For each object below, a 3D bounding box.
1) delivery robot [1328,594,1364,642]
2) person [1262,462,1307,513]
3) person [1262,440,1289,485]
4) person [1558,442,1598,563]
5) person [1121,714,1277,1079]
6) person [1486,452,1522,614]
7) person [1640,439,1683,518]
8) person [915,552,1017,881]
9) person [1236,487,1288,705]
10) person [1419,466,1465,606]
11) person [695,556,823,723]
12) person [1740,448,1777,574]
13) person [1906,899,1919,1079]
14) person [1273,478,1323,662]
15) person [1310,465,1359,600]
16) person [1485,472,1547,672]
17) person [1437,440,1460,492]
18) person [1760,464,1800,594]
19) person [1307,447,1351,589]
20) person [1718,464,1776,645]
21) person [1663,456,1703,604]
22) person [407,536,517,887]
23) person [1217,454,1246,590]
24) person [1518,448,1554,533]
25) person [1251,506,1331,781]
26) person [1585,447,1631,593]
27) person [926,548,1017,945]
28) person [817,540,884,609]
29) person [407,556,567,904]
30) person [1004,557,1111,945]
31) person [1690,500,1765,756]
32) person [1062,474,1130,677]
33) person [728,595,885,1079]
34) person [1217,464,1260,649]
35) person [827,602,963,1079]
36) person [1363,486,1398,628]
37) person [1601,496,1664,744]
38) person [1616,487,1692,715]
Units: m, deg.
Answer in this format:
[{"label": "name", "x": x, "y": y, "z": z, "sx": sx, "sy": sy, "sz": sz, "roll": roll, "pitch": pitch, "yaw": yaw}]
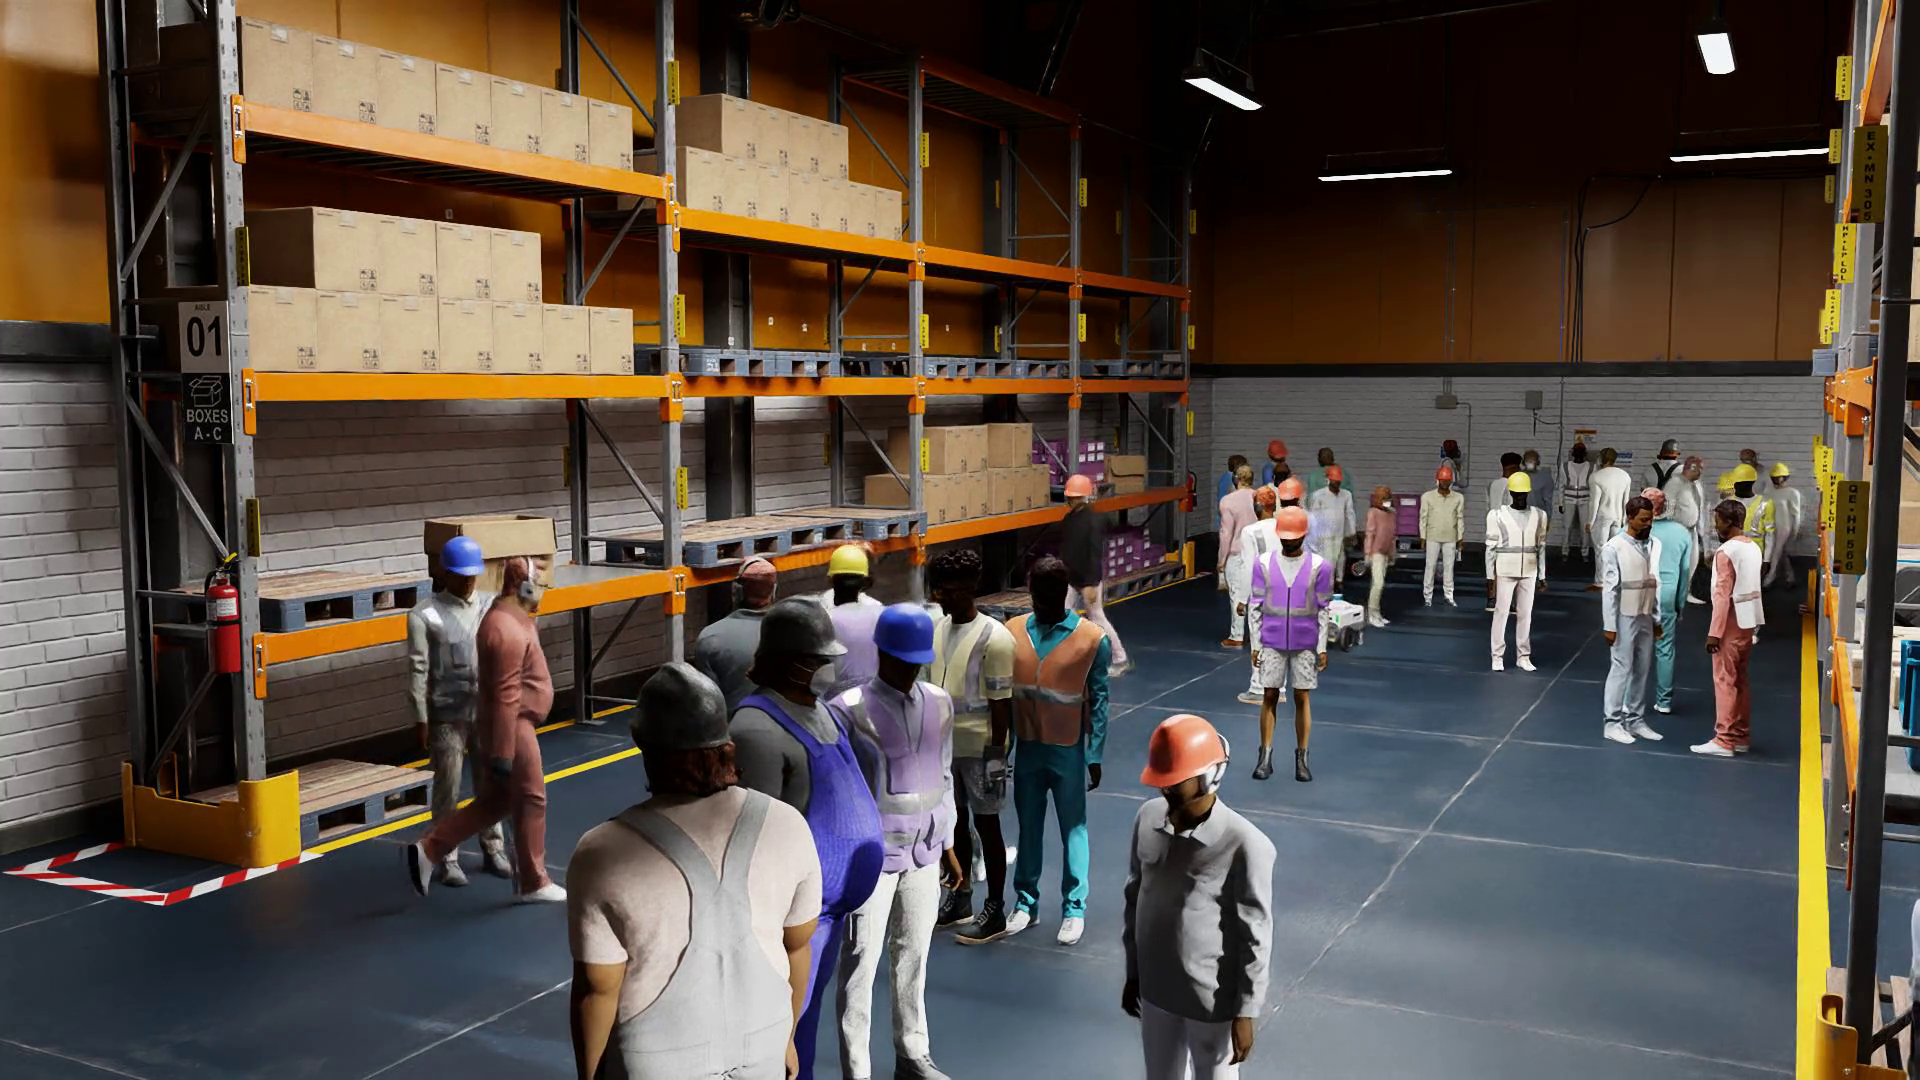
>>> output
[{"label": "delivery robot", "x": 3.941, "y": 0.809, "z": 17.373, "sx": 0.477, "sy": 0.478, "sz": 0.707, "roll": 4, "pitch": 6, "yaw": 36}, {"label": "person", "x": 3.812, "y": -0.004, "z": 19.795, "sx": 0.633, "sy": 1.839, "sz": 0.429, "roll": 0, "pitch": 5, "yaw": 5}, {"label": "person", "x": 4.508, "y": -0.436, "z": 23.653, "sx": 0.500, "sy": 2.001, "sz": 0.785, "roll": 3, "pitch": 6, "yaw": 31}, {"label": "person", "x": 9.570, "y": -0.575, "z": 25.774, "sx": 0.574, "sy": 1.876, "sz": 0.355, "roll": 2, "pitch": 6, "yaw": 20}, {"label": "person", "x": 0.704, "y": 1.399, "z": 5.204, "sx": 0.339, "sy": 1.742, "sz": 0.560, "roll": -5, "pitch": 7, "yaw": -41}, {"label": "person", "x": 6.587, "y": -0.087, "z": 20.061, "sx": 0.373, "sy": 1.957, "sz": 0.606, "roll": -2, "pitch": 6, "yaw": -17}, {"label": "person", "x": 9.688, "y": -0.378, "z": 22.740, "sx": 0.676, "sy": 2.000, "sz": 0.536, "roll": 4, "pitch": 7, "yaw": 40}, {"label": "person", "x": -0.083, "y": 0.995, "z": 8.916, "sx": 0.986, "sy": 1.856, "sz": 0.575, "roll": -3, "pitch": 6, "yaw": -29}, {"label": "person", "x": 2.634, "y": 0.478, "z": 14.356, "sx": 0.574, "sy": 1.886, "sz": 0.356, "roll": -3, "pitch": 6, "yaw": -31}, {"label": "person", "x": 5.998, "y": -0.049, "z": 20.706, "sx": 0.560, "sy": 1.755, "sz": 0.318, "roll": 0, "pitch": 5, "yaw": 4}, {"label": "person", "x": -1.002, "y": 1.032, "z": 8.258, "sx": 0.641, "sy": 1.913, "sz": 0.407, "roll": -2, "pitch": 6, "yaw": -18}, {"label": "person", "x": 11.090, "y": -0.341, "z": 23.218, "sx": 0.516, "sy": 1.879, "sz": 0.683, "roll": -3, "pitch": 6, "yaw": -30}, {"label": "person", "x": 2.836, "y": 1.487, "z": 4.508, "sx": 0.541, "sy": 1.696, "sz": 0.315, "roll": 1, "pitch": 5, "yaw": 13}, {"label": "person", "x": 3.200, "y": 0.329, "z": 16.140, "sx": 1.114, "sy": 1.856, "sz": 0.568, "roll": -5, "pitch": 7, "yaw": -43}, {"label": "person", "x": 4.820, "y": -0.093, "z": 21.320, "sx": 0.584, "sy": 1.721, "sz": 0.718, "roll": -2, "pitch": 6, "yaw": -20}, {"label": "person", "x": 5.350, "y": 0.307, "z": 15.973, "sx": 0.595, "sy": 1.925, "sz": 0.372, "roll": 0, "pitch": 5, "yaw": -2}, {"label": "person", "x": 7.847, "y": -0.668, "z": 26.711, "sx": 0.355, "sy": 1.883, "sz": 0.574, "roll": 1, "pitch": 5, "yaw": 8}, {"label": "person", "x": 10.880, "y": -0.157, "z": 22.085, "sx": 0.920, "sy": 1.721, "sz": 0.542, "roll": -3, "pitch": 6, "yaw": -26}, {"label": "person", "x": 5.012, "y": -0.296, "z": 22.518, "sx": 0.753, "sy": 1.912, "sz": 0.537, "roll": -1, "pitch": 6, "yaw": -15}, {"label": "person", "x": 8.319, "y": 0.153, "z": 17.650, "sx": 0.375, "sy": 1.922, "sz": 0.594, "roll": -4, "pitch": 7, "yaw": -36}, {"label": "person", "x": 9.016, "y": -0.114, "z": 20.796, "sx": 0.698, "sy": 1.880, "sz": 0.440, "roll": -3, "pitch": 6, "yaw": -33}, {"label": "person", "x": -2.735, "y": 0.936, "z": 9.194, "sx": 0.612, "sy": 1.936, "sz": 0.421, "roll": -5, "pitch": 7, "yaw": -43}, {"label": "person", "x": 3.655, "y": -0.225, "z": 22.170, "sx": 0.429, "sy": 1.840, "sz": 0.634, "roll": -1, "pitch": 5, "yaw": -14}, {"label": "person", "x": 7.662, "y": -0.282, "z": 22.377, "sx": 0.628, "sy": 1.921, "sz": 0.765, "roll": 3, "pitch": 6, "yaw": 32}, {"label": "person", "x": 2.291, "y": 0.718, "z": 11.563, "sx": 0.545, "sy": 1.927, "sz": 0.387, "roll": 1, "pitch": 6, "yaw": 15}, {"label": "person", "x": 8.549, "y": -0.259, "z": 21.999, "sx": 0.635, "sy": 1.939, "sz": 0.362, "roll": -2, "pitch": 6, "yaw": -20}, {"label": "person", "x": 0.028, "y": 1.011, "z": 8.269, "sx": 0.378, "sy": 1.958, "sz": 0.599, "roll": -5, "pitch": 7, "yaw": -43}, {"label": "person", "x": -0.569, "y": 0.929, "z": 9.578, "sx": 0.540, "sy": 1.865, "sz": 0.598, "roll": -4, "pitch": 7, "yaw": -36}, {"label": "person", "x": -2.452, "y": 1.014, "z": 8.703, "sx": 0.813, "sy": 1.868, "sz": 0.663, "roll": -2, "pitch": 6, "yaw": -20}, {"label": "person", "x": 0.457, "y": 1.030, "z": 8.279, "sx": 0.588, "sy": 1.913, "sz": 0.391, "roll": 3, "pitch": 6, "yaw": 27}, {"label": "person", "x": 5.761, "y": 0.653, "z": 12.397, "sx": 0.414, "sy": 1.907, "sz": 0.595, "roll": 5, "pitch": 7, "yaw": 44}, {"label": "person", "x": 1.162, "y": 0.350, "z": 15.497, "sx": 1.026, "sy": 1.941, "sz": 0.615, "roll": -3, "pitch": 6, "yaw": -30}, {"label": "person", "x": -0.531, "y": 1.197, "z": 5.791, "sx": 0.538, "sy": 2.000, "sz": 0.690, "roll": 1, "pitch": 5, "yaw": 12}, {"label": "person", "x": 2.958, "y": 0.172, "z": 17.365, "sx": 0.634, "sy": 1.938, "sz": 0.355, "roll": -3, "pitch": 6, "yaw": -27}, {"label": "person", "x": -0.247, "y": 1.196, "z": 6.355, "sx": 0.604, "sy": 1.938, "sz": 0.402, "roll": -4, "pitch": 7, "yaw": -39}, {"label": "person", "x": 4.772, "y": 0.193, "z": 18.873, "sx": 0.593, "sy": 1.602, "sz": 0.454, "roll": -5, "pitch": 7, "yaw": -42}, {"label": "person", "x": 5.180, "y": 0.611, "z": 12.843, "sx": 0.598, "sy": 1.907, "sz": 0.408, "roll": -3, "pitch": 6, "yaw": -30}, {"label": "person", "x": 5.734, "y": 0.514, "z": 13.865, "sx": 0.651, "sy": 1.907, "sz": 0.409, "roll": 0, "pitch": 5, "yaw": -4}]
